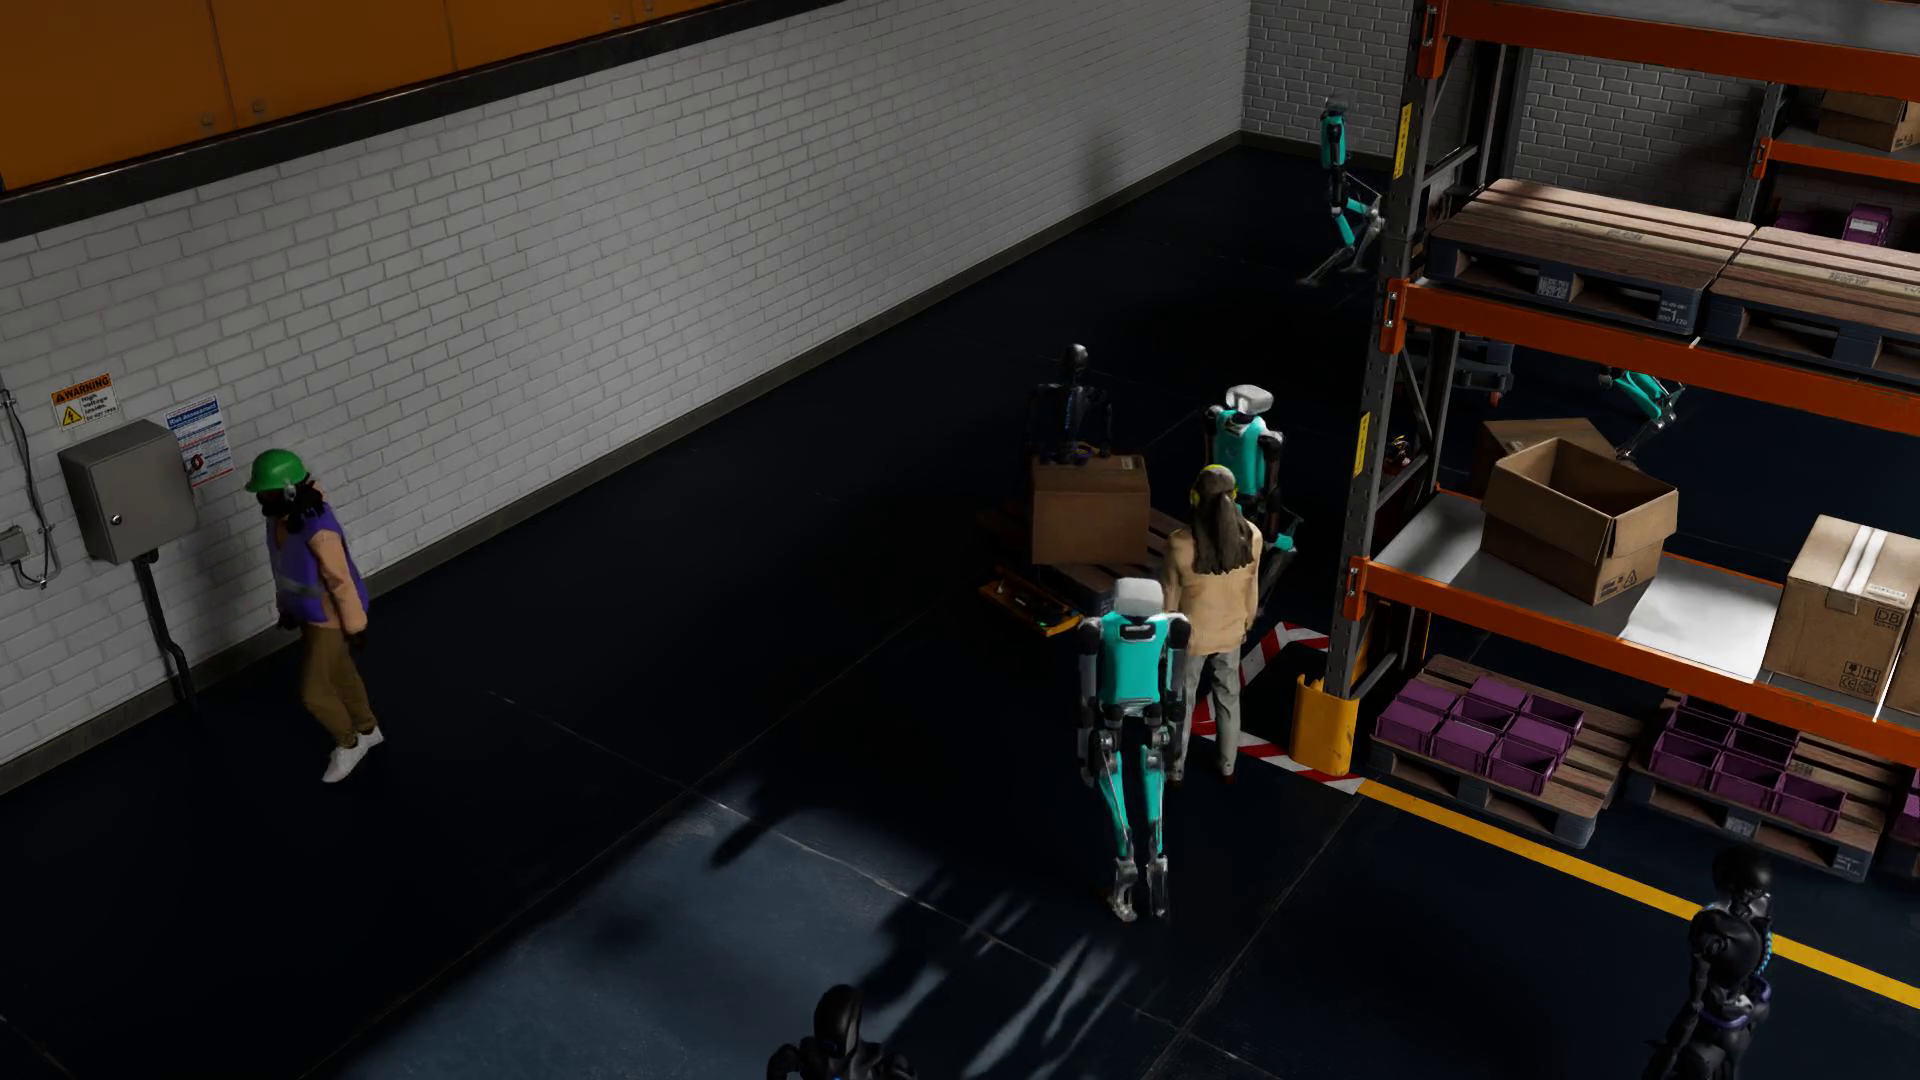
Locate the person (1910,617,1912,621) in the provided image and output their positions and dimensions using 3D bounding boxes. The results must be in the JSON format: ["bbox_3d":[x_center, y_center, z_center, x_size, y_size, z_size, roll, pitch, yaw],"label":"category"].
[{"bbox_3d":[5.507,0.217,9.188,0.380,1.739,0.575,19,35,29],"label":"person"}]

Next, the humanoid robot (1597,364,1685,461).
[{"bbox_3d":[4.801,-1.257,11.617,0.533,1.677,0.735,-25,38,-36],"label":"humanoid robot"}]

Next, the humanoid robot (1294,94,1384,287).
[{"bbox_3d":[3.529,-3.117,14.976,0.965,1.758,0.543,3,30,5],"label":"humanoid robot"}]

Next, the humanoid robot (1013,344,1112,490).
[{"bbox_3d":[0.633,-0.434,10.386,0.609,1.644,0.438,3,30,5],"label":"humanoid robot"}]

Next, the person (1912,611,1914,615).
[{"bbox_3d":[6.221,-0.234,9.855,0.985,1.858,0.650,10,31,16],"label":"person"}]

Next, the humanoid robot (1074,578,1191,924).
[{"bbox_3d":[0.820,1.103,7.695,0.530,1.804,0.758,-4,30,-7],"label":"humanoid robot"}]

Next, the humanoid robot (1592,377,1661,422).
[{"bbox_3d":[5.214,-1.705,12.629,0.608,1.630,0.679,3,30,6],"label":"humanoid robot"}]

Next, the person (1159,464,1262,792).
[{"bbox_3d":[1.272,0.474,8.624,0.555,1.869,0.392,-6,31,-11],"label":"person"}]

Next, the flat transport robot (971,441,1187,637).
[{"bbox_3d":[0.868,0.185,10.719,1.431,0.231,0.659,-23,37,-34],"label":"flat transport robot"}]

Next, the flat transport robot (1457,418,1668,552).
[{"bbox_3d":[3.841,0.190,10.711,1.431,0.231,0.659,-2,30,-4],"label":"flat transport robot"}]

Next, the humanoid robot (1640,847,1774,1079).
[{"bbox_3d":[2.917,1.845,6.476,0.609,1.619,0.789,-23,37,-34],"label":"humanoid robot"}]

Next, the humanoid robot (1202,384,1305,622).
[{"bbox_3d":[1.786,-0.154,9.884,0.806,1.812,0.552,-26,39,-37],"label":"humanoid robot"}]

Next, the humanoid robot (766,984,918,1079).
[{"bbox_3d":[-0.409,2.188,5.882,0.609,1.620,0.793,2,30,4],"label":"humanoid robot"}]

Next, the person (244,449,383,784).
[{"bbox_3d":[-3.407,0.400,8.694,0.581,1.911,0.601,25,38,36],"label":"person"}]
